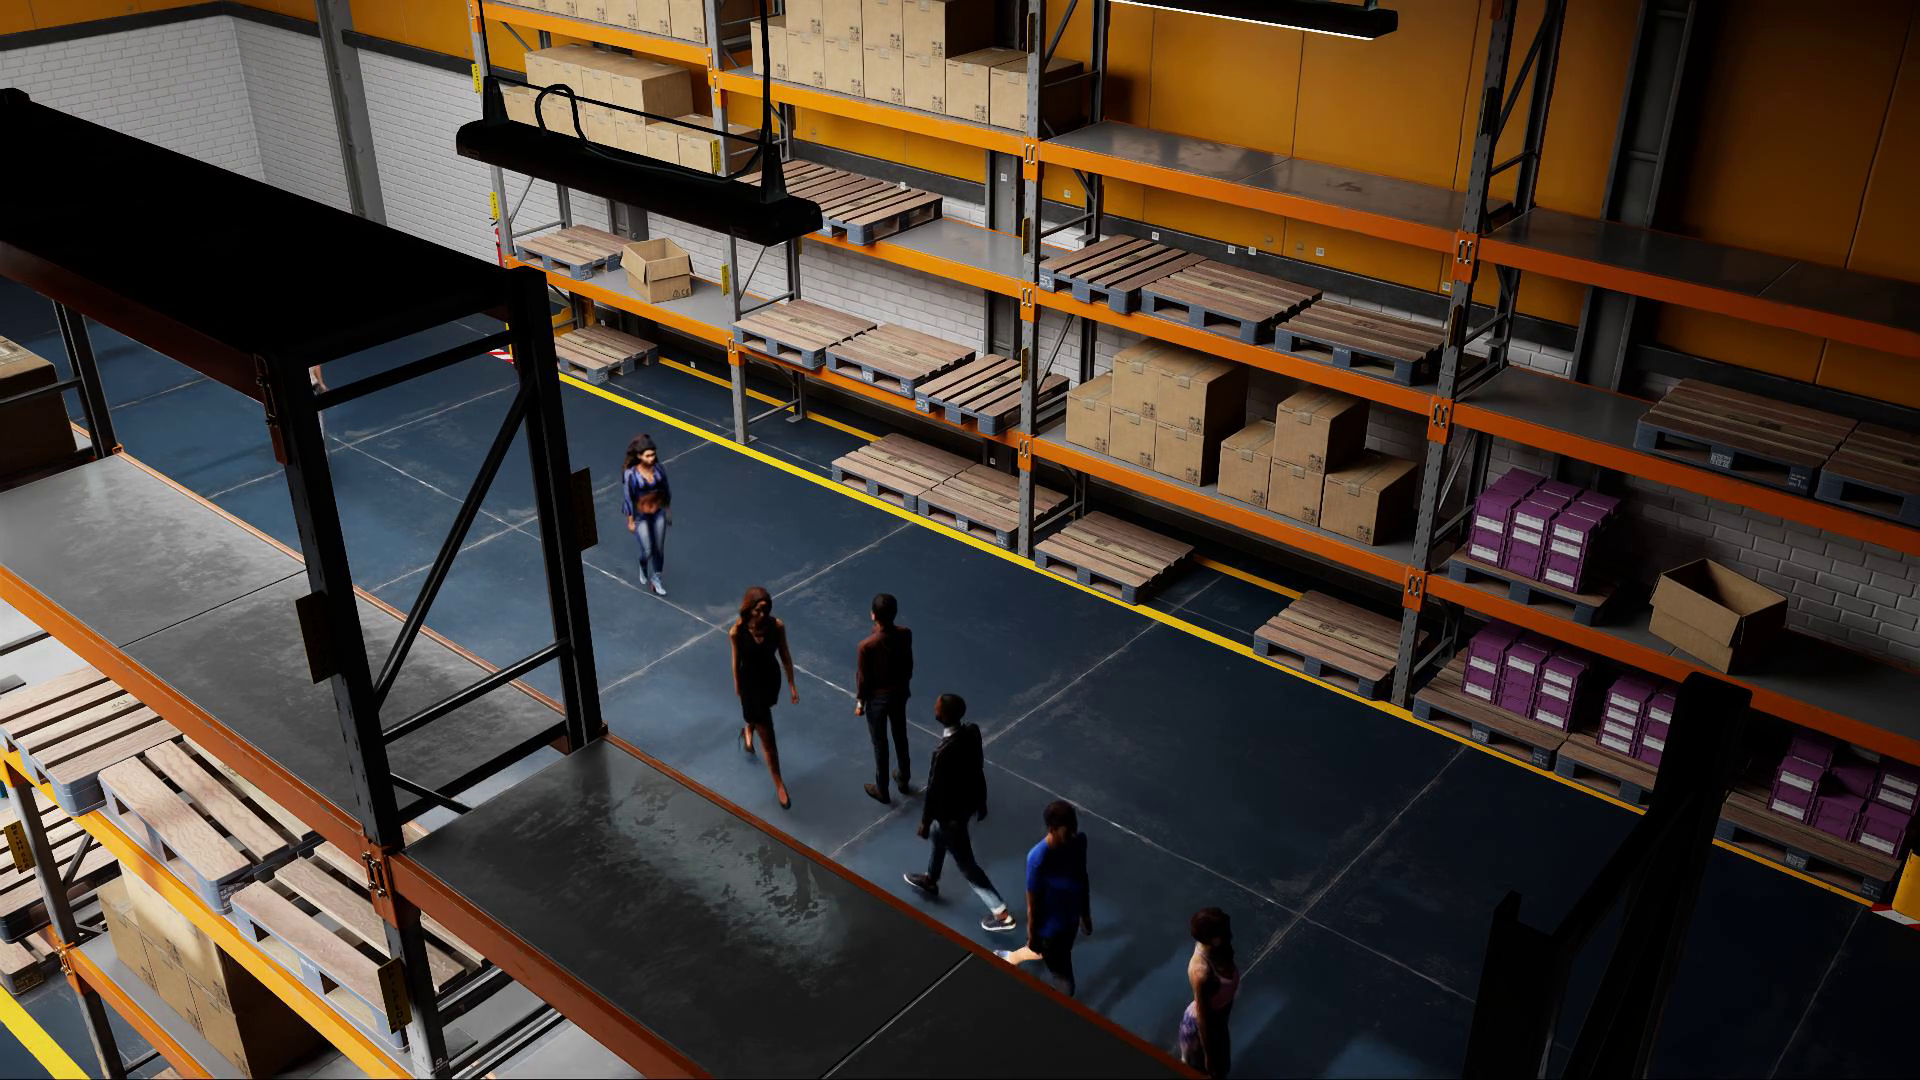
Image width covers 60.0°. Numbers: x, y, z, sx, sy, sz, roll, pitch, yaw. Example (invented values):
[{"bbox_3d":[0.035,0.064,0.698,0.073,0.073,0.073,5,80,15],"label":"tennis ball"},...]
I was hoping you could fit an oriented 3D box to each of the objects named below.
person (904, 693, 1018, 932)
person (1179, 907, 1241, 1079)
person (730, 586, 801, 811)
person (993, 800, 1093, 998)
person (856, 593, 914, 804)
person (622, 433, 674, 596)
[{"bbox_3d":[0.049,1.878,11.240,1.261,1.777,0.794,17,33,28],"label":"person"},{"bbox_3d":[1.360,2.812,9.540,0.734,1.764,0.691,10,30,18],"label":"person"},{"bbox_3d":[-1.540,1.102,12.663,0.941,1.776,1.244,-13,31,-22],"label":"person"},{"bbox_3d":[0.536,2.325,10.353,1.167,1.841,0.635,24,37,37],"label":"person"},{"bbox_3d":[-0.548,1.178,12.517,0.694,1.782,0.618,-19,34,-30],"label":"person"},{"bbox_3d":[-2.895,-0.234,15.288,0.695,1.607,0.709,-19,34,-31],"label":"person"}]
